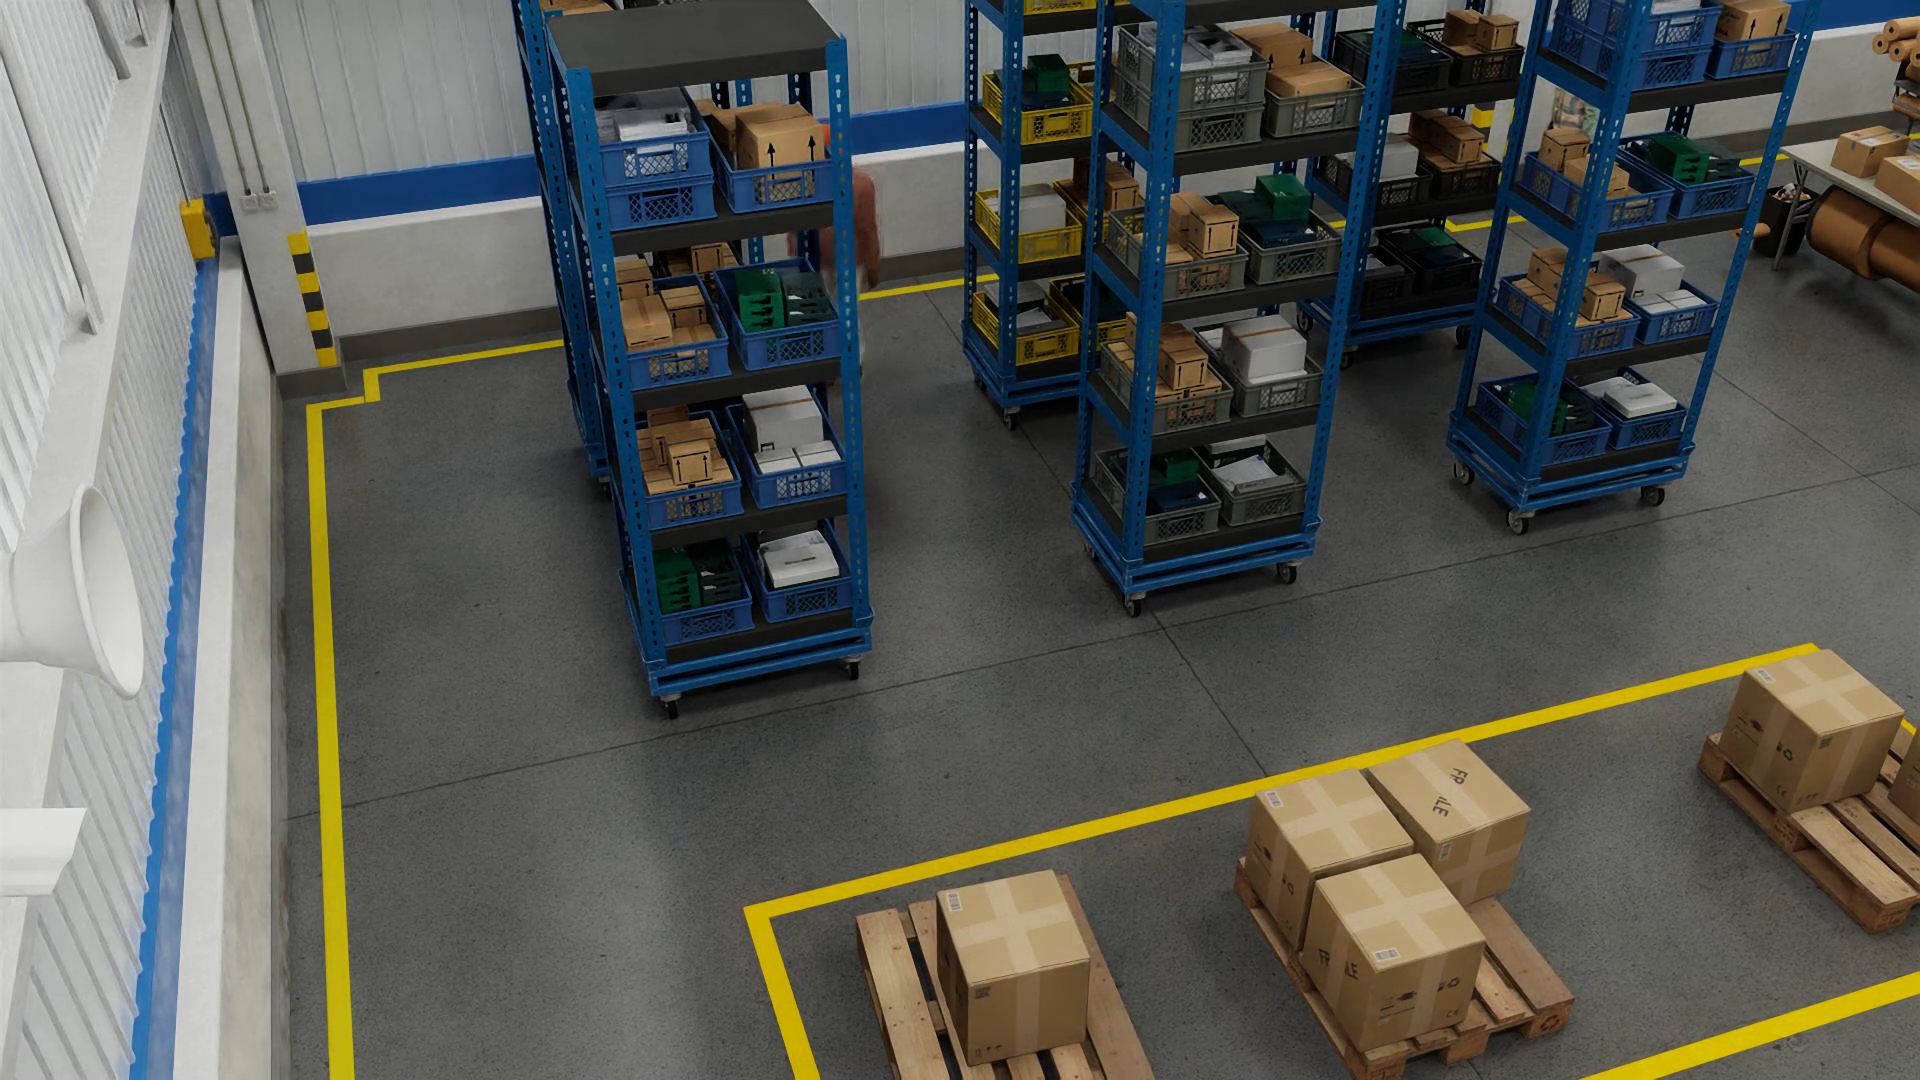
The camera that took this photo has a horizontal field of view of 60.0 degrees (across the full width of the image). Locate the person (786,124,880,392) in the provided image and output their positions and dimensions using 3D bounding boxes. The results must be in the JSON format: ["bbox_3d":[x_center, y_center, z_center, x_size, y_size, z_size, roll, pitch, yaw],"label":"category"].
[{"bbox_3d":[-0.867,-1.880,11.231,0.632,1.970,0.443,13,37,18],"label":"person"}]

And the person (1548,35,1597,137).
[{"bbox_3d":[4.988,-3.339,13.592,0.313,1.634,0.520,-9,36,-12],"label":"person"}]
